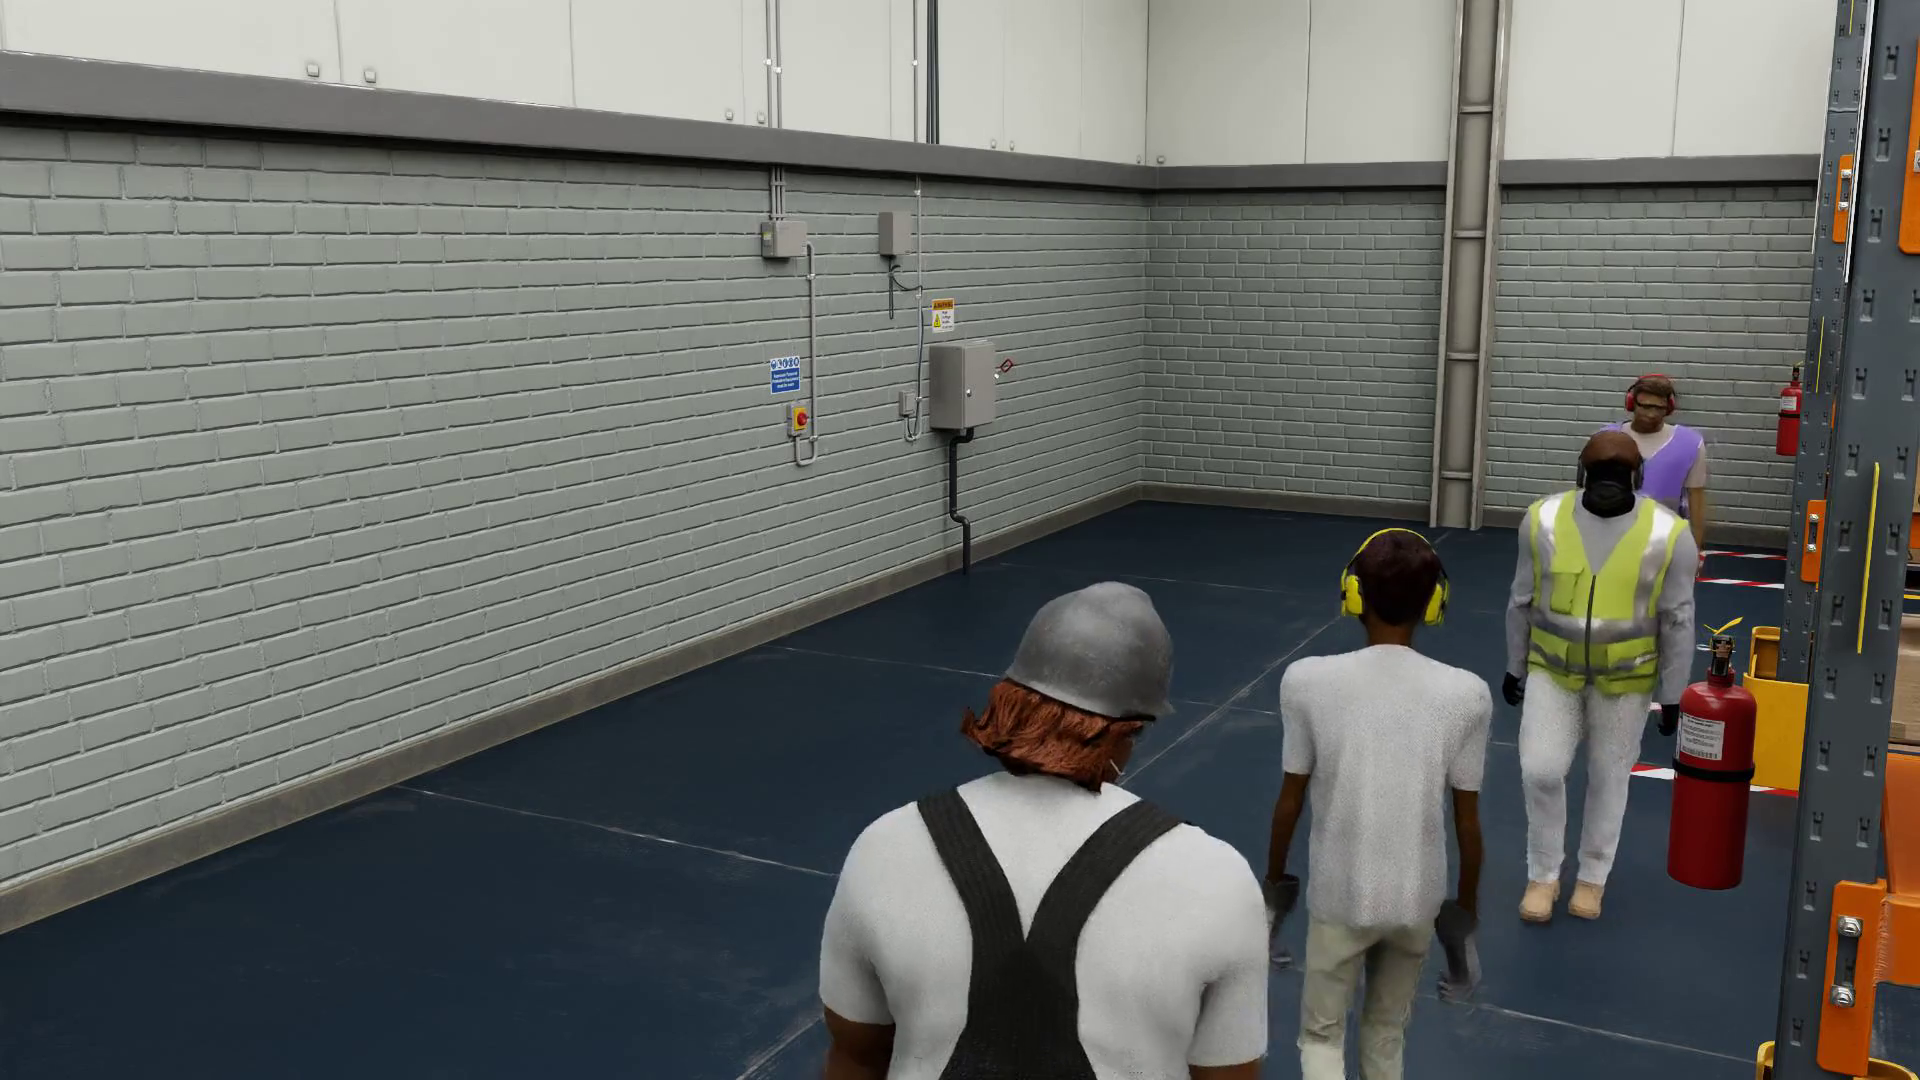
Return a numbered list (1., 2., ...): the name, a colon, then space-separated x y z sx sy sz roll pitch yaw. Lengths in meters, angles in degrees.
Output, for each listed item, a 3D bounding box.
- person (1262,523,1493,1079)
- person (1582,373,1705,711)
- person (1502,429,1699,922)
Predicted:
1. person: 0.974 0.887 3.942 0.531 1.842 0.628 1 10 3
2. person: 3.509 0.037 8.630 0.606 1.816 0.473 8 13 36
3. person: 2.285 0.515 6.016 0.661 1.824 0.594 5 12 26
